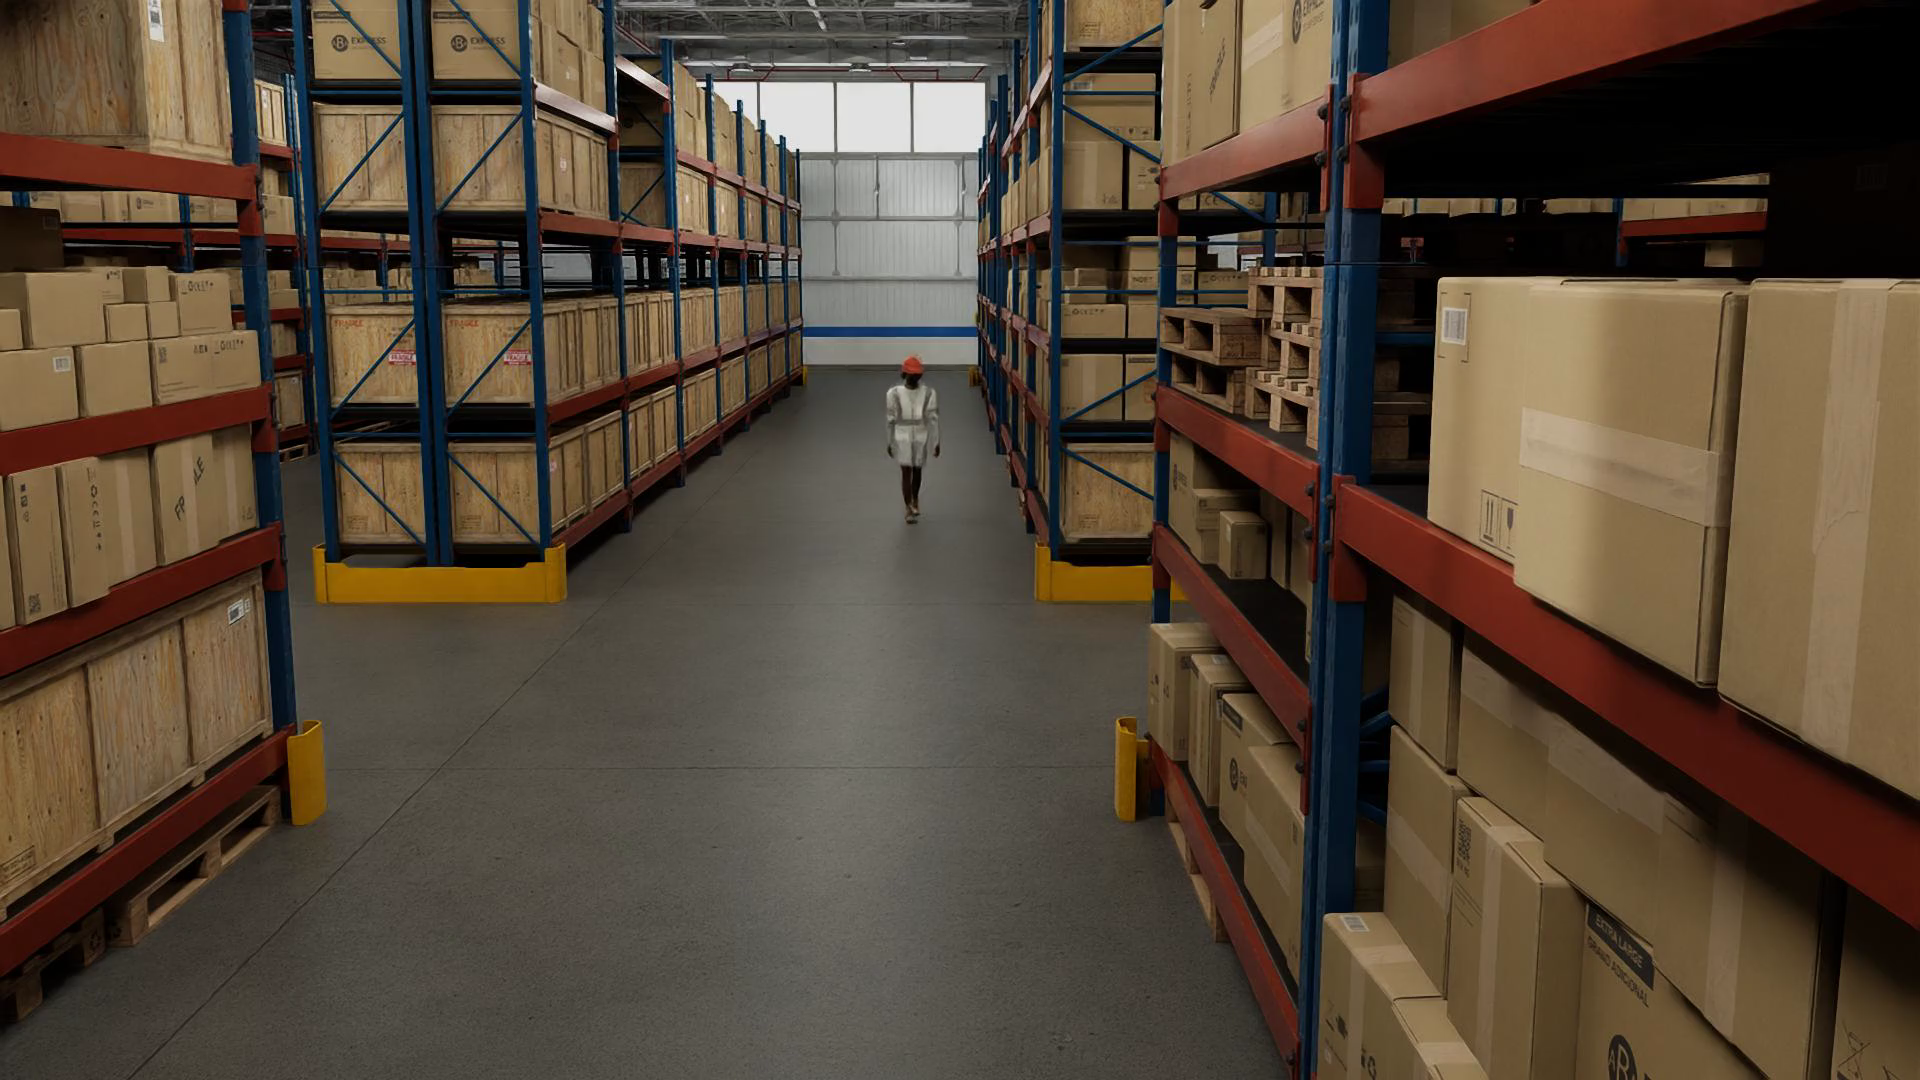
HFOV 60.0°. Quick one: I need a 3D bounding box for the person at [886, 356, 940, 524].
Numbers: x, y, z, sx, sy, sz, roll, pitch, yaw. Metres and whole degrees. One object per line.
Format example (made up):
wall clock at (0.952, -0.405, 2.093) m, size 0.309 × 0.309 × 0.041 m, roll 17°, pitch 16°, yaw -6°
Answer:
person at (-0.584, -1.236, 20.153) m, size 0.628 × 2.001 × 1.042 m, roll -1°, pitch 9°, yaw -9°
